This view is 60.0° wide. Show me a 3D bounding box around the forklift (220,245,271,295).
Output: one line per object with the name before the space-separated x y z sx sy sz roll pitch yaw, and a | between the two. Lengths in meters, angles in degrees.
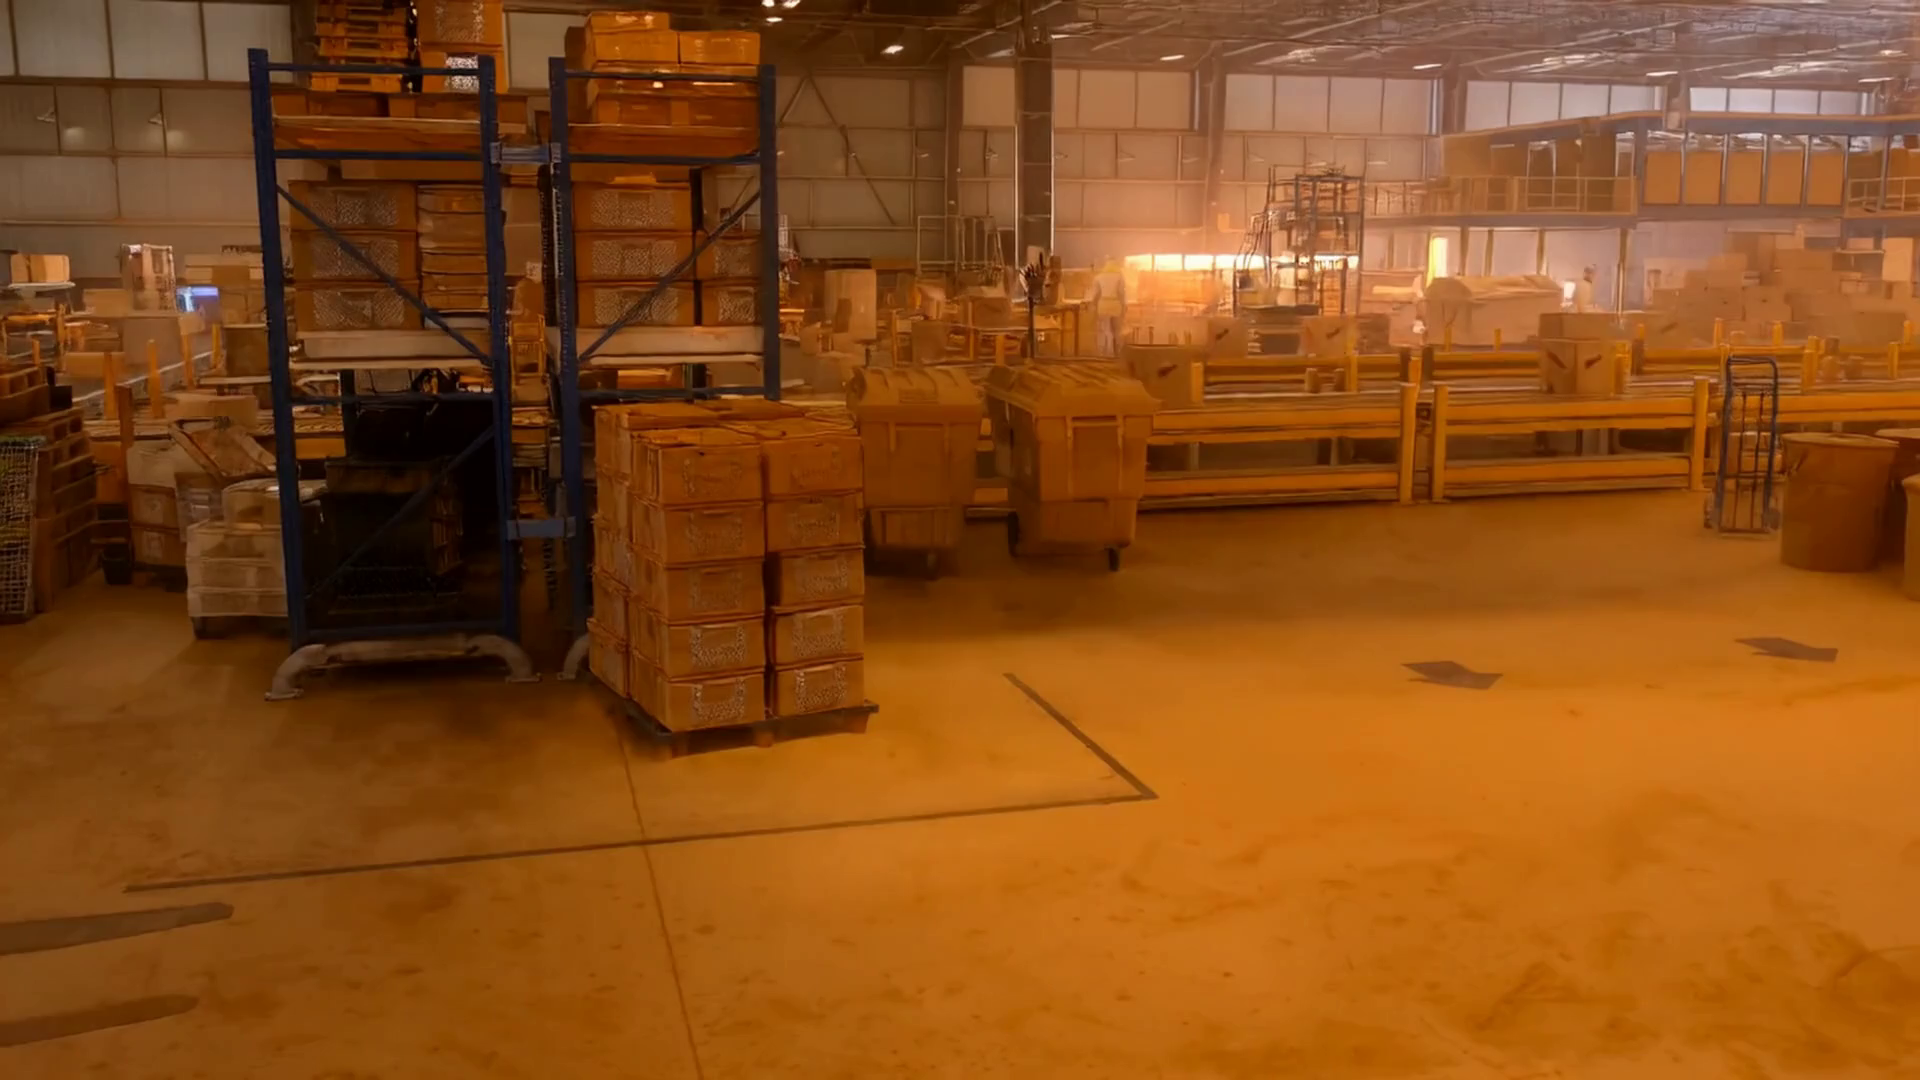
forklift | -17.749 -6.334 41.440 1.157 1.987 2.680 -3 10 -17

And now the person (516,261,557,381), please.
person | -6.693 -3.448 26.272 0.647 1.899 0.397 1 10 4

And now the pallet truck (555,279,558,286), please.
pallet truck | -10.604 -6.375 44.520 0.653 1.274 1.630 -3 10 -15

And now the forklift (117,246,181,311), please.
forklift | -19.966 -6.232 40.894 1.157 1.987 2.680 -3 10 -15

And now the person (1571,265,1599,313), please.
person | 11.061 -3.949 29.360 0.600 1.799 0.604 5 11 27

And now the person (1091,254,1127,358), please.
person | 2.584 -3.939 28.787 0.632 1.985 1.034 2 10 14
